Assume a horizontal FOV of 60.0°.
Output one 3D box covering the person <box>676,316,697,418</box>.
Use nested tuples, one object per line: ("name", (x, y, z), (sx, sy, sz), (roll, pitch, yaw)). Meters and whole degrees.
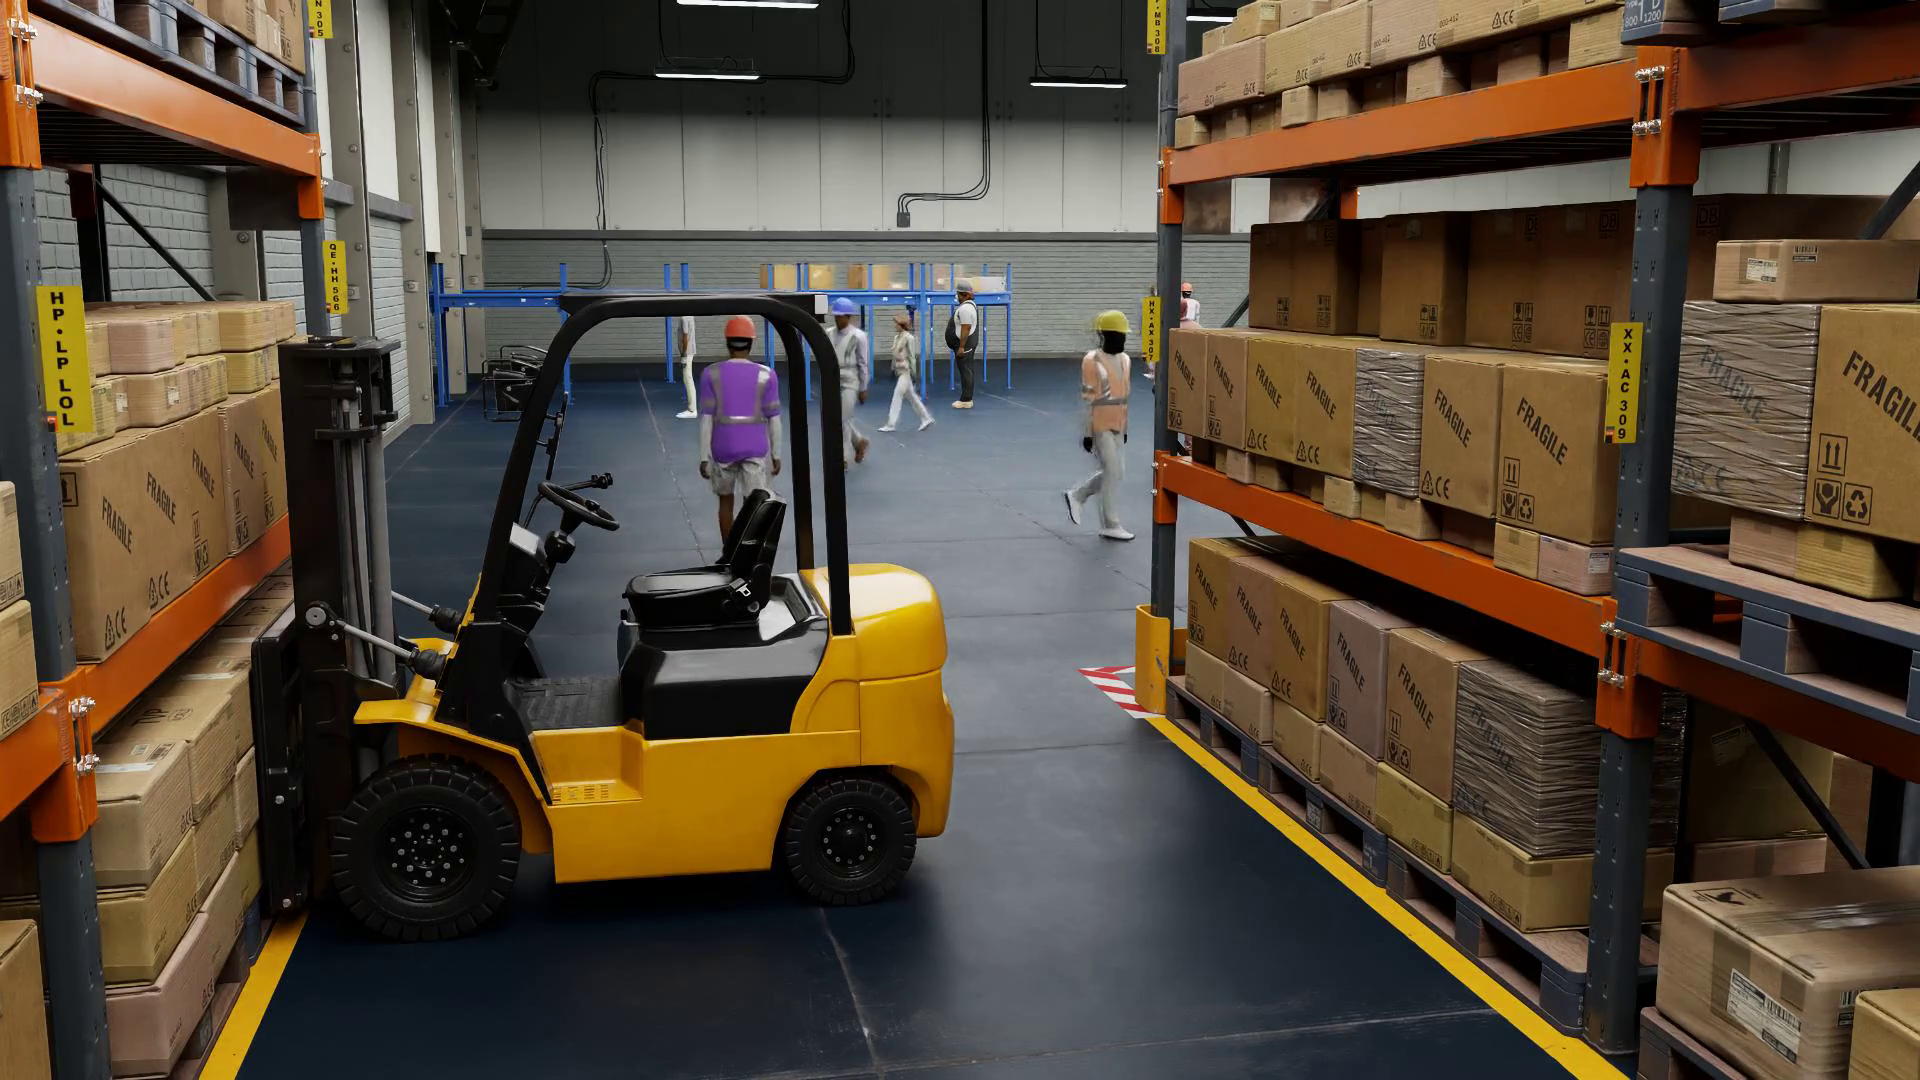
("person", (-4.123, -2.768, 24.977), (0.311, 1.863, 0.510), (-1, 9, -6))

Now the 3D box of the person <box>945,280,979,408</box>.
("person", (0.027, -3.136, 26.793), (0.537, 2.000, 0.682), (1, 9, 8))

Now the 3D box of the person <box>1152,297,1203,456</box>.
("person", (2.505, -1.847, 19.201), (0.643, 1.913, 0.411), (-3, 10, -19))

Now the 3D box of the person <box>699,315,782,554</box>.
("person", (-1.572, -0.650, 11.921), (0.584, 1.900, 0.882), (-1, 9, -9))

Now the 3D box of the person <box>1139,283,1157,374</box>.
("person", (4.100, -4.389, 34.707), (0.645, 1.908, 0.787), (-2, 10, -13))

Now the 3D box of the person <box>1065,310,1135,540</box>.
("person", (1.168, -0.970, 13.898), (0.687, 1.906, 0.584), (8, 12, 39))

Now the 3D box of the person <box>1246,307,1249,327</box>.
("person", (5.118, -3.223, 28.377), (0.541, 1.647, 0.853), (-2, 10, -14))

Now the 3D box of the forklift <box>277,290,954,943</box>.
("forklift", (-1.179, 0.175, 6.143), (2.313, 2.155, 1.214), (-2, 10, -12))

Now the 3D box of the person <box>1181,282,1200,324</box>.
("person", (4.571, -4.237, 33.683), (0.551, 1.936, 0.357), (-4, 10, -24))

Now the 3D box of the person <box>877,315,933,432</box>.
("person", (-0.734, -2.290, 22.847), (0.846, 1.597, 0.534), (-4, 10, -24))

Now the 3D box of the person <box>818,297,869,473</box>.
("person", (-1.245, -1.725, 18.427), (0.620, 1.923, 0.750), (7, 12, 36))

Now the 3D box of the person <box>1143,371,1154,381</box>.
("person", (4.095, -3.928, 32.879), (0.861, 1.588, 0.497), (2, 10, 15))

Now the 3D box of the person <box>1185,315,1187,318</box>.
("person", (3.888, -3.369, 29.436), (0.520, 1.579, 0.845), (-3, 10, -16))
